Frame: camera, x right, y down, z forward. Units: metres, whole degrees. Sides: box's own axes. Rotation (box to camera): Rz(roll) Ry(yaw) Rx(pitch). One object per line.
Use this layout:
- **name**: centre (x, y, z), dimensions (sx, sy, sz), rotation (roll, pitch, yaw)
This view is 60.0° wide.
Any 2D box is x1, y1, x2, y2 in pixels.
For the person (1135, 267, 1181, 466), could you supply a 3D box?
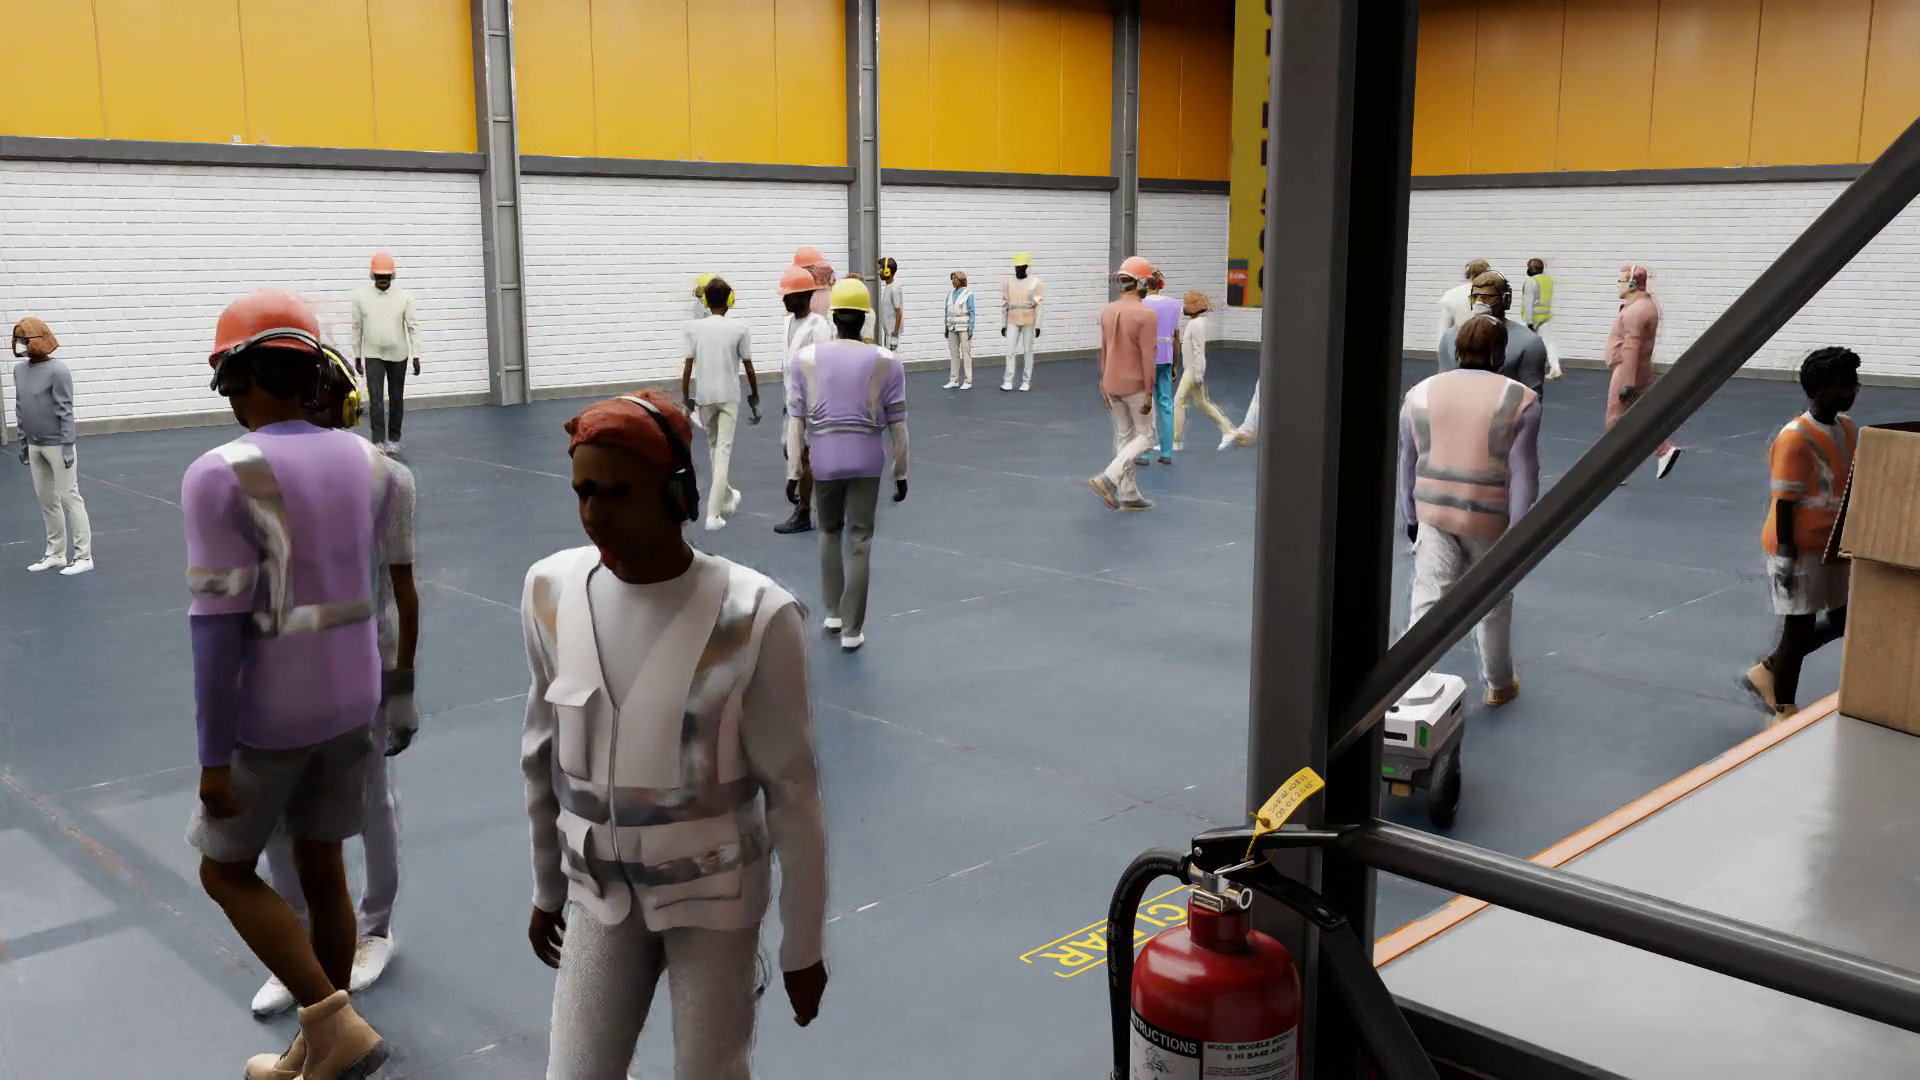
- **person**: centre (1.785, -1.600, 15.419), dimensions (0.563, 1.839, 0.392), rotation (-4, 11, -20)

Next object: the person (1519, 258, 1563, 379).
- **person**: centre (8.600, -3.295, 24.805), dimensions (0.626, 1.799, 0.968), rotation (-7, 12, -32)

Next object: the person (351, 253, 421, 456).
- **person**: centre (-5.511, -1.762, 15.993), dimensions (0.633, 1.943, 0.974), rotation (-3, 11, -17)

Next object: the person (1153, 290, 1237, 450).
- **person**: centre (2.361, -1.672, 16.465), dimensions (0.794, 1.599, 0.510), rotation (1, 10, 5)

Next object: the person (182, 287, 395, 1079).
- **person**: centre (-1.609, 0.401, 4.037), dimensions (0.512, 2.013, 0.618), rotation (5, 12, 25)

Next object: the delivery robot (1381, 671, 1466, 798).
- **delivery robot**: centre (1.678, 0.671, 6.284), dimensions (0.477, 0.478, 0.707), rotation (5, 12, 27)

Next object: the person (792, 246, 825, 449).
- **person**: centre (-1.399, -1.720, 15.587), dimensions (0.422, 2.028, 0.615), rotation (-1, 10, -4)

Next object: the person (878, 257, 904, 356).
- **person**: centre (-0.838, -2.480, 20.150), dimensions (0.312, 1.865, 0.535), rotation (-2, 11, -11)

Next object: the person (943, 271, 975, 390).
- **person**: centre (-0.009, -2.910, 23.109), dimensions (0.525, 1.639, 0.307), rotation (9, 14, 41)

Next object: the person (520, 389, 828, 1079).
- **person**: centre (-0.516, 0.654, 3.041), dimensions (0.630, 1.870, 0.472), rotation (4, 11, 21)

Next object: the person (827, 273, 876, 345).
- **person**: centre (-0.928, -1.460, 14.789), dimensions (0.580, 1.787, 0.805), rotation (5, 12, 27)

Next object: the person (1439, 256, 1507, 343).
- **person**: centre (5.030, -1.806, 16.299), dimensions (0.640, 1.923, 0.424), rotation (6, 12, 28)

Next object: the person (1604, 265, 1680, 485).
- **person**: centre (5.752, -1.388, 14.141), dimensions (0.646, 1.890, 0.649), rotation (6, 12, 28)

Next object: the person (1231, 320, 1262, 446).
- **person**: centre (3.177, -1.813, 16.709), dimensions (0.956, 1.794, 0.635), rotation (-1, 10, -8)

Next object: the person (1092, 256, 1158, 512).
- **person**: centre (1.256, -1.170, 12.706), dimensions (0.591, 1.974, 0.613), rotation (-8, 13, -36)

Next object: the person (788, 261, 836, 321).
- **person**: centre (-1.233, -1.616, 15.347), dimensions (0.672, 1.891, 0.508), rotation (2, 11, 12)

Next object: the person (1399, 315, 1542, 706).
- **person**: centre (2.227, -0.086, 7.301), dimensions (0.646, 1.793, 0.954), rotation (8, 13, 37)

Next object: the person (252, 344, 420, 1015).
- **person**: centre (-1.725, 0.389, 4.548), dimensions (0.549, 1.842, 0.626), rotation (1, 10, 6)

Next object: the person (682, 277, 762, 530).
- **person**: centre (-1.753, -1.023, 12.321), dimensions (0.551, 1.815, 0.964), rotation (2, 11, 9)

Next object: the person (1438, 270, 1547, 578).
- **person**: centre (2.929, -0.533, 9.325), dimensions (0.627, 1.941, 0.371), rotation (9, 13, 39)

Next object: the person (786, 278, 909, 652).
- **person**: centre (-0.574, -0.404, 8.700), dimensions (0.625, 1.902, 0.707), rotation (1, 10, 3)

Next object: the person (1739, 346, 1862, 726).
- **person**: centre (3.541, 0.028, 6.956), dimensions (0.549, 1.680, 0.396), rotation (-8, 13, -36)

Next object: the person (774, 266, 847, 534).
- **person**: centre (-1.061, -1.013, 12.007), dimensions (0.644, 1.917, 0.545), rotation (-7, 12, -32)

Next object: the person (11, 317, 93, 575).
- **person**: centre (-5.754, -0.588, 10.493), dimensions (0.497, 1.626, 0.288), rotation (5, 12, 26)

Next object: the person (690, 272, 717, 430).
- **person**: centre (-2.767, -2.042, 18.105), dimensions (0.434, 1.728, 0.508), rotation (-6, 12, -28)

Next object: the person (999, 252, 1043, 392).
- **person**: centre (0.798, -2.941, 22.562), dimensions (0.620, 1.893, 0.856), rotation (4, 11, 20)
